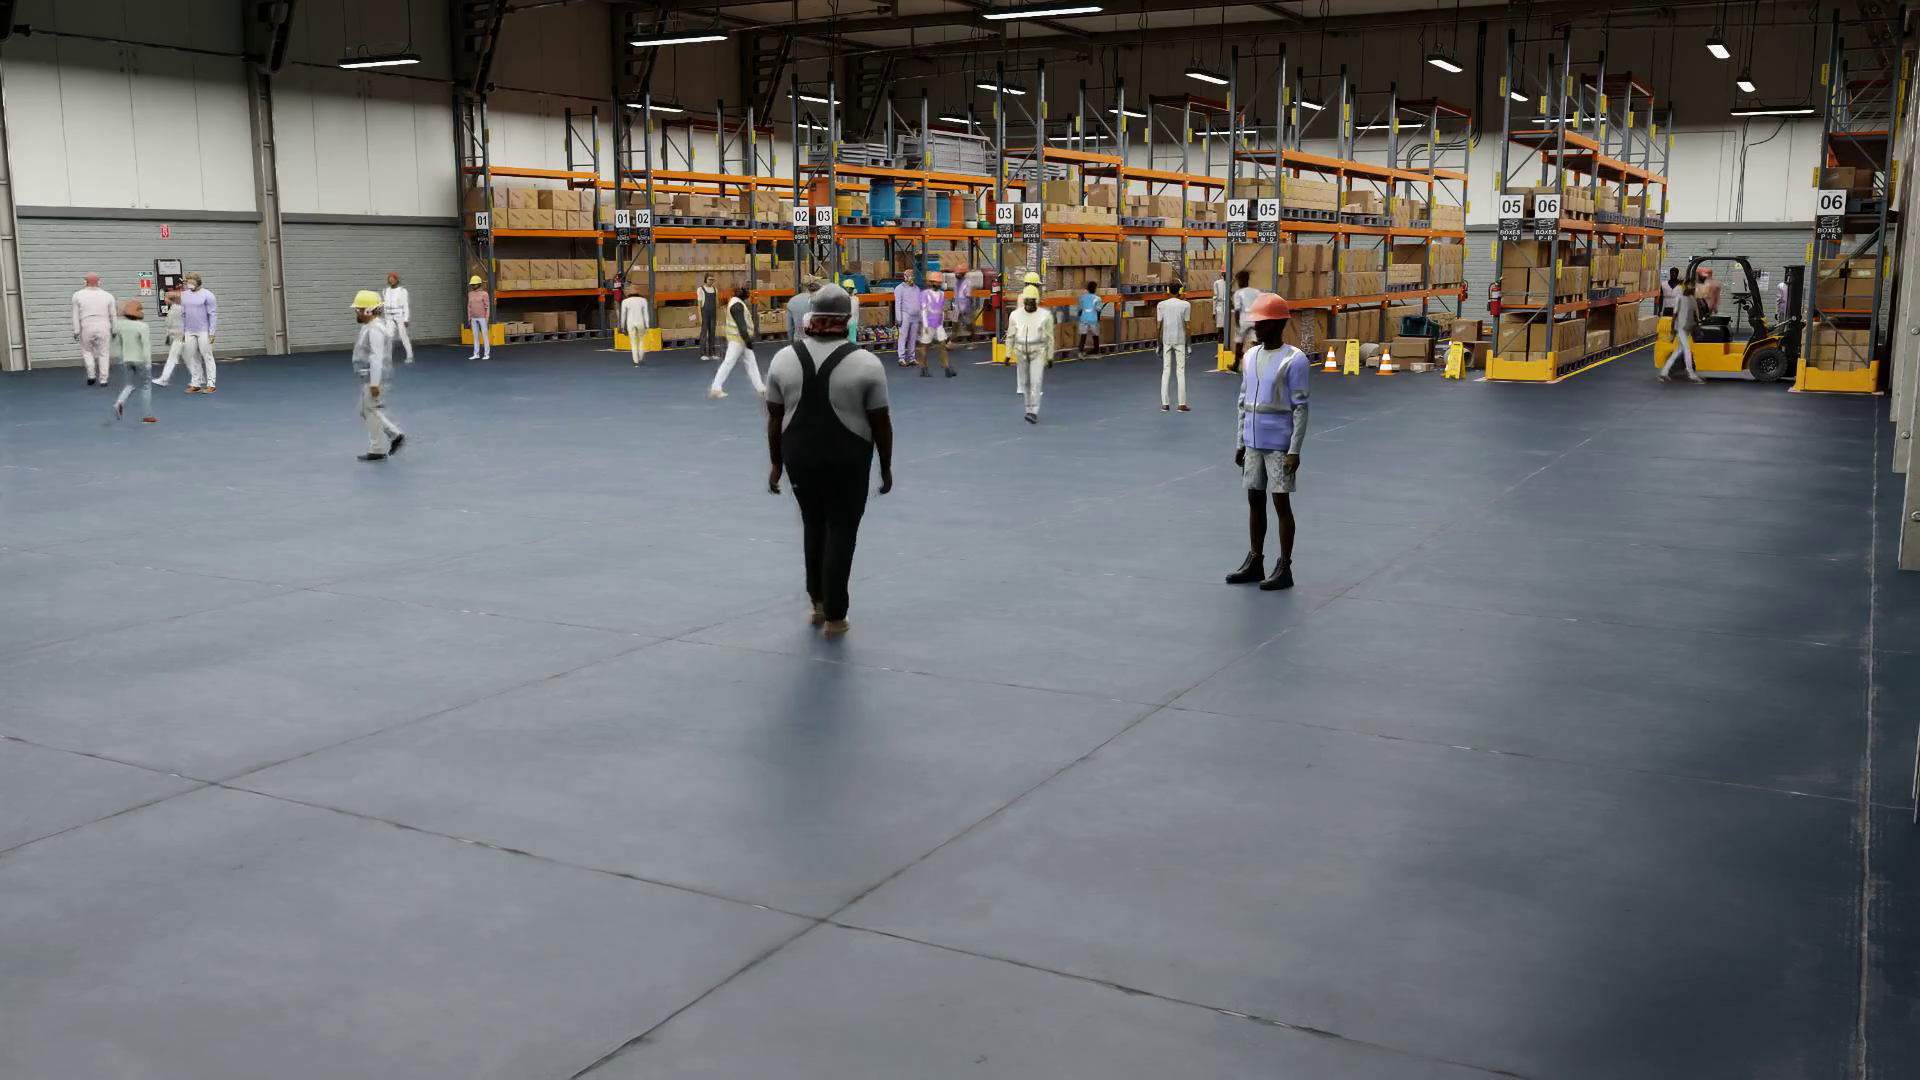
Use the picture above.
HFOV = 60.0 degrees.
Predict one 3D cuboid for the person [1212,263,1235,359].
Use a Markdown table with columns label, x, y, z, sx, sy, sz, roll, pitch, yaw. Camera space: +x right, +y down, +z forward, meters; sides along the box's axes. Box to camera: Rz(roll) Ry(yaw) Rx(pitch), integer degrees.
| label | x | y | z | sx | sy | sz | roll | pitch | yaw |
| --- | --- | --- | --- | --- | --- | --- | --- | --- | --- |
| person | 5.615 | -4.827 | 35.133 | 0.606 | 2.035 | 0.403 | 6 | 11 | 31 |

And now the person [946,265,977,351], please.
| label | x | y | z | sx | sy | sz | roll | pitch | yaw |
| --- | --- | --- | --- | --- | --- | --- | --- | --- | --- |
| person | 0.047 | -5.312 | 38.132 | 0.628 | 1.978 | 1.098 | 8 | 13 | 40 |

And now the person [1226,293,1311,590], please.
| label | x | y | z | sx | sy | sz | roll | pitch | yaw |
| --- | --- | --- | --- | --- | --- | --- | --- | --- | --- |
| person | 2.012 | -0.642 | 10.901 | 0.357 | 1.936 | 0.551 | -7 | 12 | -36 |

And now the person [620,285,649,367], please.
| label | x | y | z | sx | sy | sz | roll | pitch | yaw |
| --- | --- | --- | --- | --- | --- | --- | --- | --- | --- |
| person | -6.448 | -4.240 | 32.899 | 0.535 | 1.602 | 0.719 | -3 | 10 | -19 |

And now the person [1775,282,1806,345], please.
| label | x | y | z | sx | sy | sz | roll | pitch | yaw |
| --- | --- | --- | --- | --- | --- | --- | --- | --- | --- |
| person | 18.423 | -5.079 | 36.938 | 0.585 | 1.921 | 0.392 | 5 | 11 | 29 |

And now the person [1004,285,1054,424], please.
| label | x | y | z | sx | sy | sz | roll | pitch | yaw |
| --- | --- | --- | --- | --- | --- | --- | --- | --- | --- |
| person | 0.893 | -2.415 | 21.708 | 0.605 | 1.788 | 0.902 | 3 | 10 | 18 |

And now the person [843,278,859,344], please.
| label | x | y | z | sx | sy | sz | roll | pitch | yaw |
| --- | --- | --- | --- | --- | --- | --- | --- | --- | --- |
| person | -2.226 | -4.247 | 32.563 | 0.527 | 1.743 | 0.697 | -5 | 11 | -28 |

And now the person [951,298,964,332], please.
| label | x | y | z | sx | sy | sz | roll | pitch | yaw |
| --- | --- | --- | --- | --- | --- | --- | --- | --- | --- |
| person | -0.026 | -6.264 | 44.682 | 0.514 | 1.642 | 0.310 | 9 | 13 | 41 |

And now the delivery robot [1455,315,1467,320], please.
| label | x | y | z | sx | sy | sz | roll | pitch | yaw |
| --- | --- | --- | --- | --- | --- | --- | --- | --- | --- |
| delivery robot | 13.634 | -5.936 | 45.665 | 0.707 | 0.478 | 0.477 | -2 | 10 | -10 |

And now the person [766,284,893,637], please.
| label | x | y | z | sx | sy | sz | roll | pitch | yaw |
| --- | --- | --- | --- | --- | --- | --- | --- | --- | --- |
| person | -0.708 | -0.488 | 9.694 | 0.714 | 2.000 | 0.772 | 3 | 10 | 15 |

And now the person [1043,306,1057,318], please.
| label | x | y | z | sx | sy | sz | roll | pitch | yaw |
| --- | --- | --- | --- | --- | --- | --- | --- | --- | --- |
| person | 1.893 | -5.186 | 37.535 | 0.625 | 1.934 | 0.364 | 0 | 10 | 1 |

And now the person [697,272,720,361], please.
| label | x | y | z | sx | sy | sz | roll | pitch | yaw |
| --- | --- | --- | --- | --- | --- | --- | --- | --- | --- |
| person | -5.248 | -4.669 | 34.755 | 0.346 | 1.843 | 0.507 | 9 | 13 | 42 |

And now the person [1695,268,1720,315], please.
| label | x | y | z | sx | sy | sz | roll | pitch | yaw |
| --- | --- | --- | --- | --- | --- | --- | --- | --- | --- |
| person | 18.498 | -5.802 | 41.261 | 0.650 | 1.883 | 0.687 | 1 | 10 | 7 |

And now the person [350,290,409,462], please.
| label | x | y | z | sx | sy | sz | roll | pitch | yaw |
| --- | --- | --- | --- | --- | --- | --- | --- | --- | --- |
| person | -6.172 | -1.723 | 17.571 | 0.459 | 1.818 | 0.621 | -4 | 10 | -21 |

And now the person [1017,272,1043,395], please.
| label | x | y | z | sx | sy | sz | roll | pitch | yaw |
| --- | --- | --- | --- | --- | --- | --- | --- | --- | --- |
| person | 1.101 | -3.228 | 26.079 | 0.386 | 1.922 | 0.594 | -4 | 10 | -22 |

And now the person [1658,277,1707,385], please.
| label | x | y | z | sx | sy | sz | roll | pitch | yaw |
| --- | --- | --- | --- | --- | --- | --- | --- | --- | --- |
| person | 12.376 | -3.573 | 28.412 | 0.513 | 1.828 | 0.975 | -7 | 12 | -34 |

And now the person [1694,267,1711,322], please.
| label | x | y | z | sx | sy | sz | roll | pitch | yaw |
| --- | --- | --- | --- | --- | --- | --- | --- | --- | --- |
| person | 17.072 | -5.341 | 38.478 | 0.544 | 1.921 | 0.678 | -2 | 10 | -9 |

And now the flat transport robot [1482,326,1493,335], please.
| label | x | y | z | sx | sy | sz | roll | pitch | yaw |
| --- | --- | --- | --- | --- | --- | --- | --- | --- | --- |
| flat transport robot | 14.432 | -5.782 | 45.865 | 0.652 | 0.197 | 1.431 | 2 | 10 | 11 |

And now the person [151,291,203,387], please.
| label | x | y | z | sx | sy | sz | roll | pitch | yaw |
| --- | --- | --- | --- | --- | --- | --- | --- | --- | --- |
| person | -13.104 | -3.346 | 27.744 | 0.873 | 1.580 | 0.530 | -8 | 12 | -37 |

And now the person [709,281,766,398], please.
| label | x | y | z | sx | sy | sz | roll | pitch | yaw |
| --- | --- | --- | --- | --- | --- | --- | --- | --- | --- |
| person | -3.408 | -3.081 | 25.631 | 1.001 | 1.797 | 0.620 | 0 | 10 | -1 |

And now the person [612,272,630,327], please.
| label | x | y | z | sx | sy | sz | roll | pitch | yaw |
| --- | --- | --- | --- | --- | --- | --- | --- | --- | --- |
| person | -8.341 | -5.752 | 41.264 | 0.474 | 1.801 | 0.717 | 6 | 11 | 29 |

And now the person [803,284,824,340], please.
| label | x | y | z | sx | sy | sz | roll | pitch | yaw |
| --- | --- | --- | --- | --- | --- | --- | --- | --- | --- |
| person | -1.550 | -1.925 | 18.613 | 0.535 | 1.868 | 0.309 | 4 | 11 | 23 |

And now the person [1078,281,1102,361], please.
| label | x | y | z | sx | sy | sz | roll | pitch | yaw |
| --- | --- | --- | --- | --- | --- | --- | --- | --- | --- |
| person | 2.680 | -4.535 | 34.502 | 0.531 | 1.657 | 0.853 | 5 | 11 | 26 |

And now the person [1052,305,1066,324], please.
| label | x | y | z | sx | sy | sz | roll | pitch | yaw |
| --- | --- | --- | --- | --- | --- | --- | --- | --- | --- |
| person | 2.369 | -5.551 | 40.521 | 0.507 | 1.636 | 0.273 | 8 | 12 | 38 |

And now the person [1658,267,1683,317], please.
| label | x | y | z | sx | sy | sz | roll | pitch | yaw |
| --- | --- | --- | --- | --- | --- | --- | --- | --- | --- |
| person | 16.365 | -5.300 | 38.228 | 0.597 | 1.918 | 0.383 | 6 | 11 | 32 |

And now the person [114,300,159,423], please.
| label | x | y | z | sx | sy | sz | roll | pitch | yaw |
| --- | --- | --- | --- | --- | --- | --- | --- | --- | --- |
| person | -10.705 | -2.297 | 21.527 | 0.509 | 1.613 | 0.546 | 2 | 10 | 12 |

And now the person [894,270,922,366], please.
| label | x | y | z | sx | sy | sz | roll | pitch | yaw |
| --- | --- | --- | --- | --- | --- | --- | --- | --- | --- |
| person | -1.001 | -4.400 | 32.993 | 0.408 | 1.909 | 0.638 | 9 | 13 | 43 |

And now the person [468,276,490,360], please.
| label | x | y | z | sx | sy | sz | roll | pitch | yaw |
| --- | --- | --- | --- | --- | --- | --- | --- | --- | --- |
| person | -10.121 | -4.667 | 34.975 | 0.526 | 1.765 | 0.329 | 4 | 10 | 21 |

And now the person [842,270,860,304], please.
| label | x | y | z | sx | sy | sz | roll | pitch | yaw |
| --- | --- | --- | --- | --- | --- | --- | --- | --- | --- |
| person | -2.935 | -6.001 | 42.635 | 0.640 | 1.822 | 0.696 | 6 | 12 | 33 |

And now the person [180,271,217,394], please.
| label | x | y | z | sx | sy | sz | roll | pitch | yaw |
| --- | --- | --- | --- | --- | --- | --- | --- | --- | --- |
| person | -12.078 | -3.284 | 26.377 | 0.628 | 1.935 | 0.373 | 2 | 10 | 13 |

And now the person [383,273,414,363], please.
| label | x | y | z | sx | sy | sz | roll | pitch | yaw |
| --- | --- | --- | --- | --- | --- | --- | --- | --- | --- |
| person | -11.445 | -4.495 | 33.755 | 0.595 | 1.845 | 0.894 | 3 | 10 | 15 |

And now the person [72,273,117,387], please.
| label | x | y | z | sx | sy | sz | roll | pitch | yaw |
| --- | --- | --- | --- | --- | --- | --- | --- | --- | --- |
| person | -14.479 | -3.513 | 27.853 | 0.670 | 1.885 | 0.582 | -6 | 11 | -32 |

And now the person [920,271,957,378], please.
| label | x | y | z | sx | sy | sz | roll | pitch | yaw |
| --- | --- | --- | --- | --- | --- | --- | --- | --- | --- |
| person | -0.416 | -3.833 | 29.716 | 0.570 | 1.896 | 0.933 | -7 | 12 | -35 |

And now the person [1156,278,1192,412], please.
| label | x | y | z | sx | sy | sz | roll | pitch | yaw |
| --- | --- | --- | --- | --- | --- | --- | --- | --- | --- |
| person | 3.009 | -2.733 | 23.352 | 0.518 | 1.869 | 0.330 | 4 | 11 | 23 |

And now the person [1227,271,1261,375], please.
| label | x | y | z | sx | sy | sz | roll | pitch | yaw |
| --- | --- | --- | --- | --- | --- | --- | --- | --- | --- |
| person | 5.224 | -3.918 | 30.173 | 0.704 | 1.905 | 1.006 | -3 | 10 | -16 |

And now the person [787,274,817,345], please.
| label | x | y | z | sx | sy | sz | roll | pitch | yaw |
| --- | --- | --- | --- | --- | --- | --- | --- | --- | --- |
| person | -2.055 | -2.622 | 22.502 | 0.629 | 1.937 | 0.379 | 7 | 12 | 34 |
